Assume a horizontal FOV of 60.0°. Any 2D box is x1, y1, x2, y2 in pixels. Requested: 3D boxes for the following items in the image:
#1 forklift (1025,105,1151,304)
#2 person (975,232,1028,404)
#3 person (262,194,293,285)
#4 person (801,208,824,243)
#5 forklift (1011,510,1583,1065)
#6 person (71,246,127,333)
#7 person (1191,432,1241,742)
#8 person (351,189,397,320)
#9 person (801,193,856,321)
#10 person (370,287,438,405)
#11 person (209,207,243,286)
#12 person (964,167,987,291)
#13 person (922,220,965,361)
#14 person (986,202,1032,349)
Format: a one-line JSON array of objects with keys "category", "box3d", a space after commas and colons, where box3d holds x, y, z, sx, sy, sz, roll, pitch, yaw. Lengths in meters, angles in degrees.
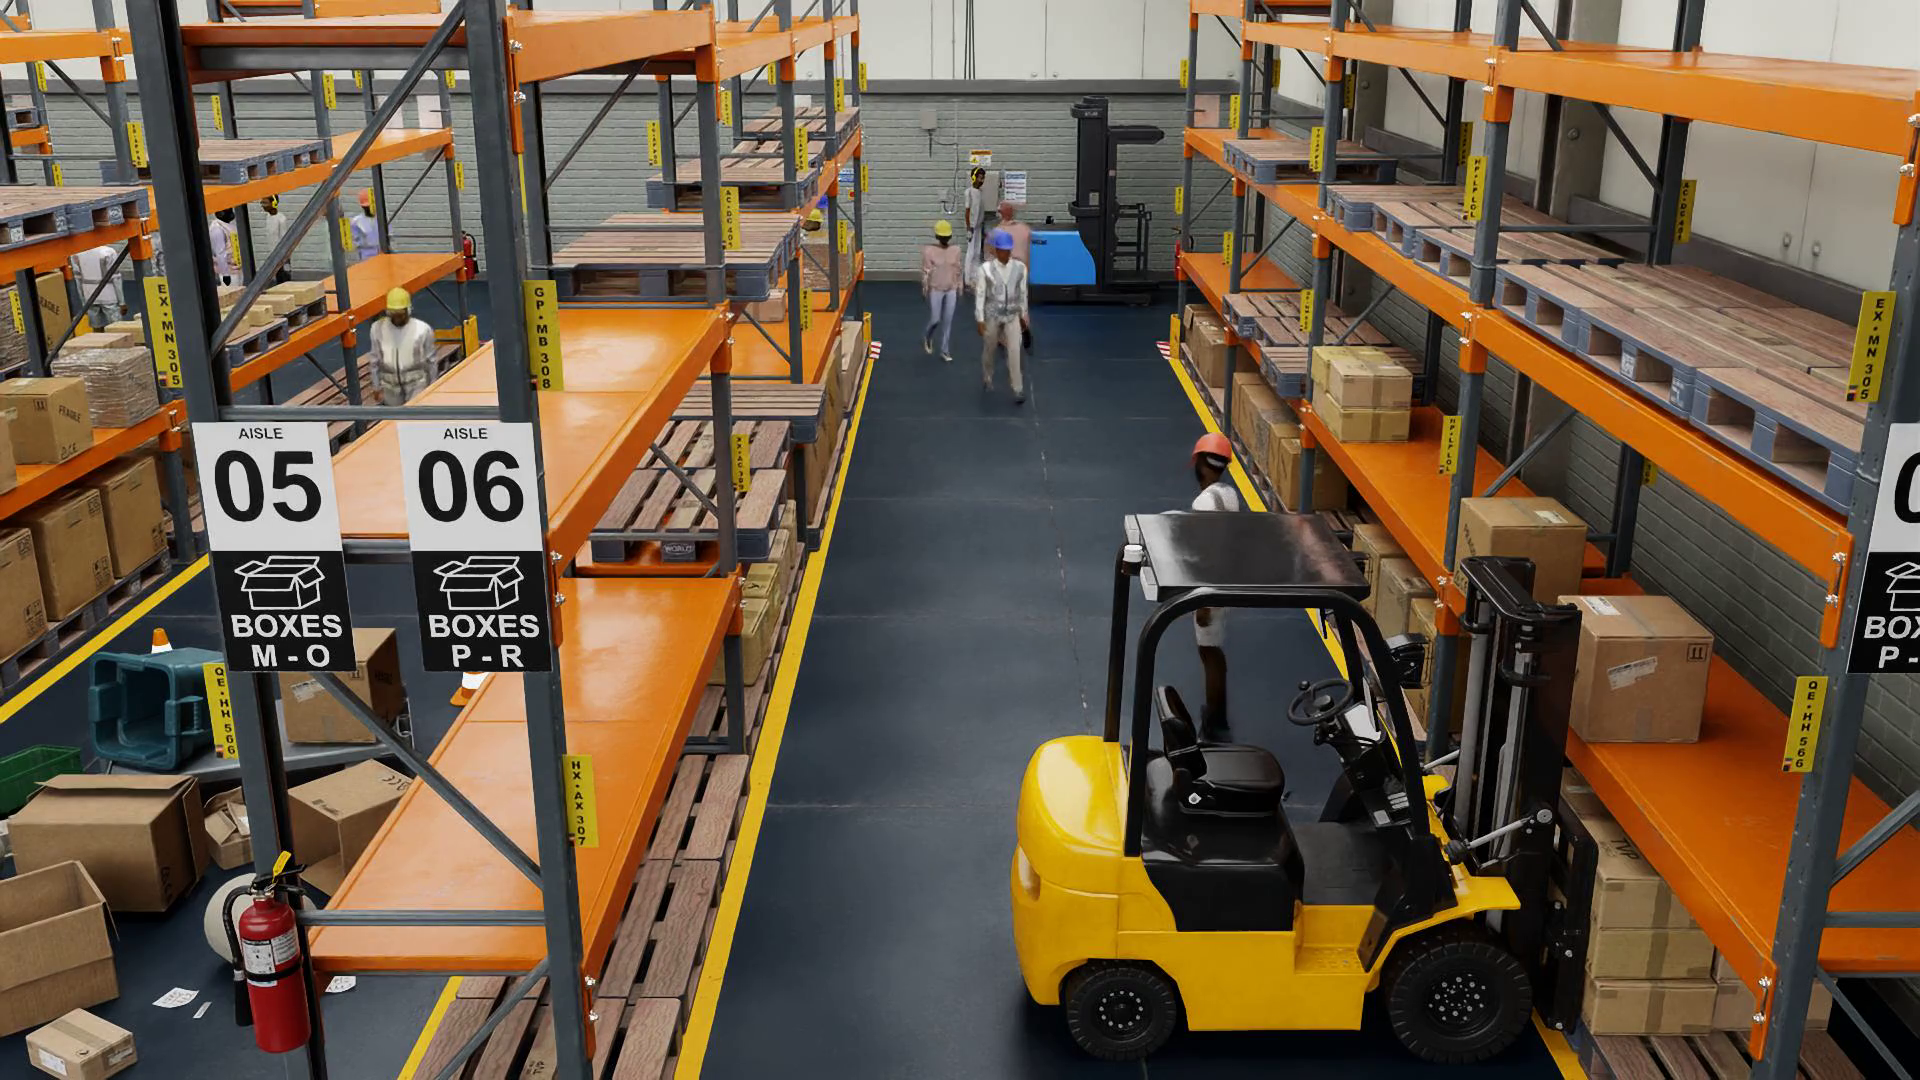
[{"category": "forklift", "box3d": [1.857, -4.944, 24.441, 1.873, 2.768, 1.129, 0, 18, 0]}, {"category": "person", "box3d": [0.467, -2.497, 18.593, 0.641, 1.891, 1.020, -4, 19, -13]}, {"category": "person", "box3d": [-9.234, -3.807, 22.616, 0.330, 1.859, 0.516, -17, 25, -41]}, {"category": "person", "box3d": [-1.918, -3.473, 21.797, 0.320, 1.731, 0.489, 0, 18, -1]}, {"category": "forklift", "box3d": [1.387, 1.055, 7.378, 2.313, 2.155, 1.214, 0, 18, 0]}, {"category": "person", "box3d": [-10.087, -2.839, 19.574, 0.543, 1.929, 0.387, 1, 18, 4]}, {"category": "person", "box3d": [1.487, 0.317, 10.110, 0.395, 1.894, 0.719, 8, 20, 23]}, {"category": "person", "box3d": [-7.987, -3.841, 22.677, 0.562, 1.901, 0.884, -13, 22, -35]}, {"category": "person", "box3d": [-1.895, -3.827, 22.642, 0.989, 1.857, 0.729, -1, 18, -4]}, {"category": "person", "box3d": [-5.209, -1.487, 15.648, 0.607, 1.819, 0.588, -1, 18, -3]}, {"category": "person", "box3d": [-9.534, -3.527, 21.785, 0.429, 1.842, 0.636, -3, 18, -8]}, {"category": "person", "box3d": [0.250, -4.763, 25.487, 0.328, 1.865, 0.518, 9, 21, 26]}, {"category": "person", "box3d": [-0.216, -3.093, 20.626, 0.523, 1.749, 0.438, -6, 19, -18]}, {"category": "person", "box3d": [0.643, -3.364, 21.232, 0.649, 1.877, 0.733, -7, 20, -21]}]
